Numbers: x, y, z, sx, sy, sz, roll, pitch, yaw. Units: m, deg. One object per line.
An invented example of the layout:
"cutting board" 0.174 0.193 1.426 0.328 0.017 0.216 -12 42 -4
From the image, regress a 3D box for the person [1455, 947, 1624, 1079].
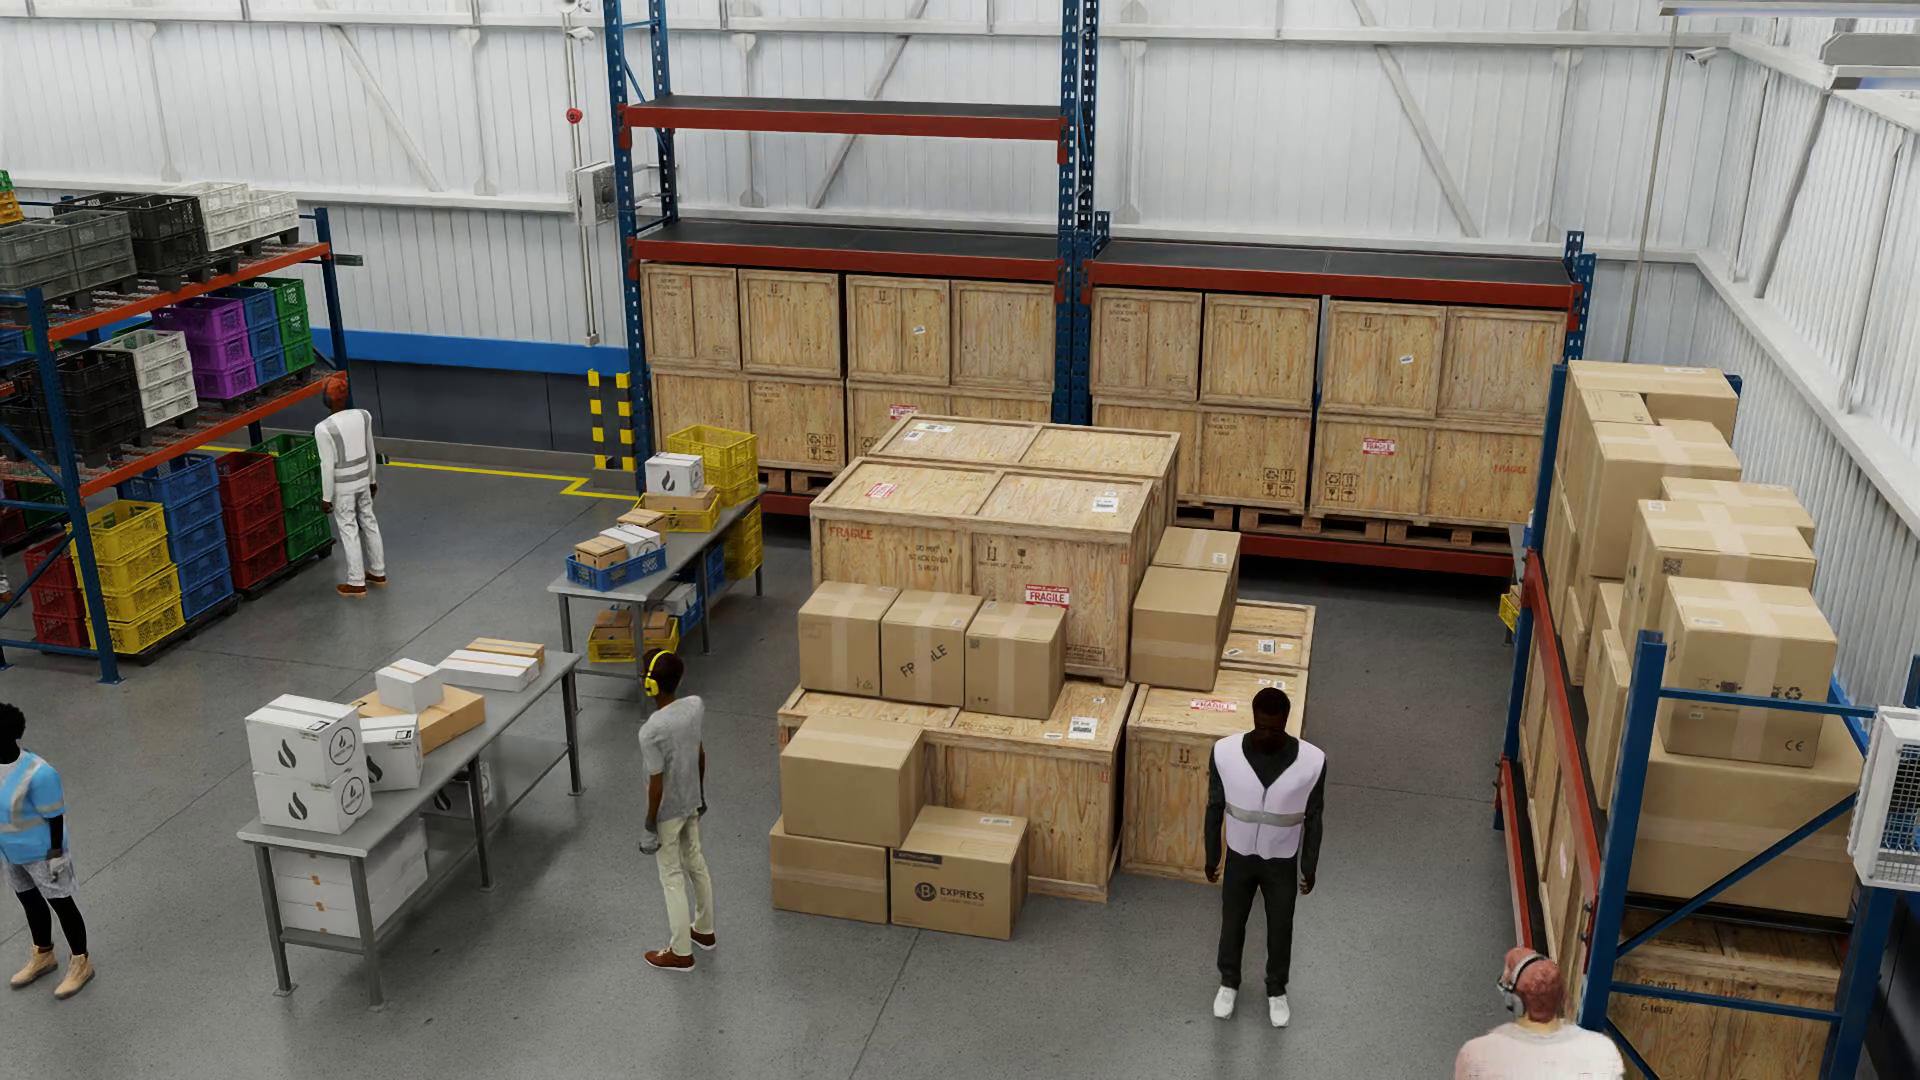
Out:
"person" 2.183 2.422 6.436 0.704 1.883 0.427 1 21 4

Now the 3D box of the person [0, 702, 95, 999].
"person" -4.913 1.624 8.773 0.531 1.698 0.320 8 22 20

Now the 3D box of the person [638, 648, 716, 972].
"person" -1.558 1.452 8.987 0.314 1.869 0.537 10 23 25

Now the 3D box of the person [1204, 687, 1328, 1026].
"person" 1.549 1.601 8.546 0.592 1.911 0.390 4 21 11

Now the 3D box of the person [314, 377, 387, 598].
"person" -5.119 -0.447 13.934 0.340 1.882 0.586 10 23 24

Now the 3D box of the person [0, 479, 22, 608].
"person" -8.103 -0.319 13.537 0.375 1.935 0.635 15 25 34
